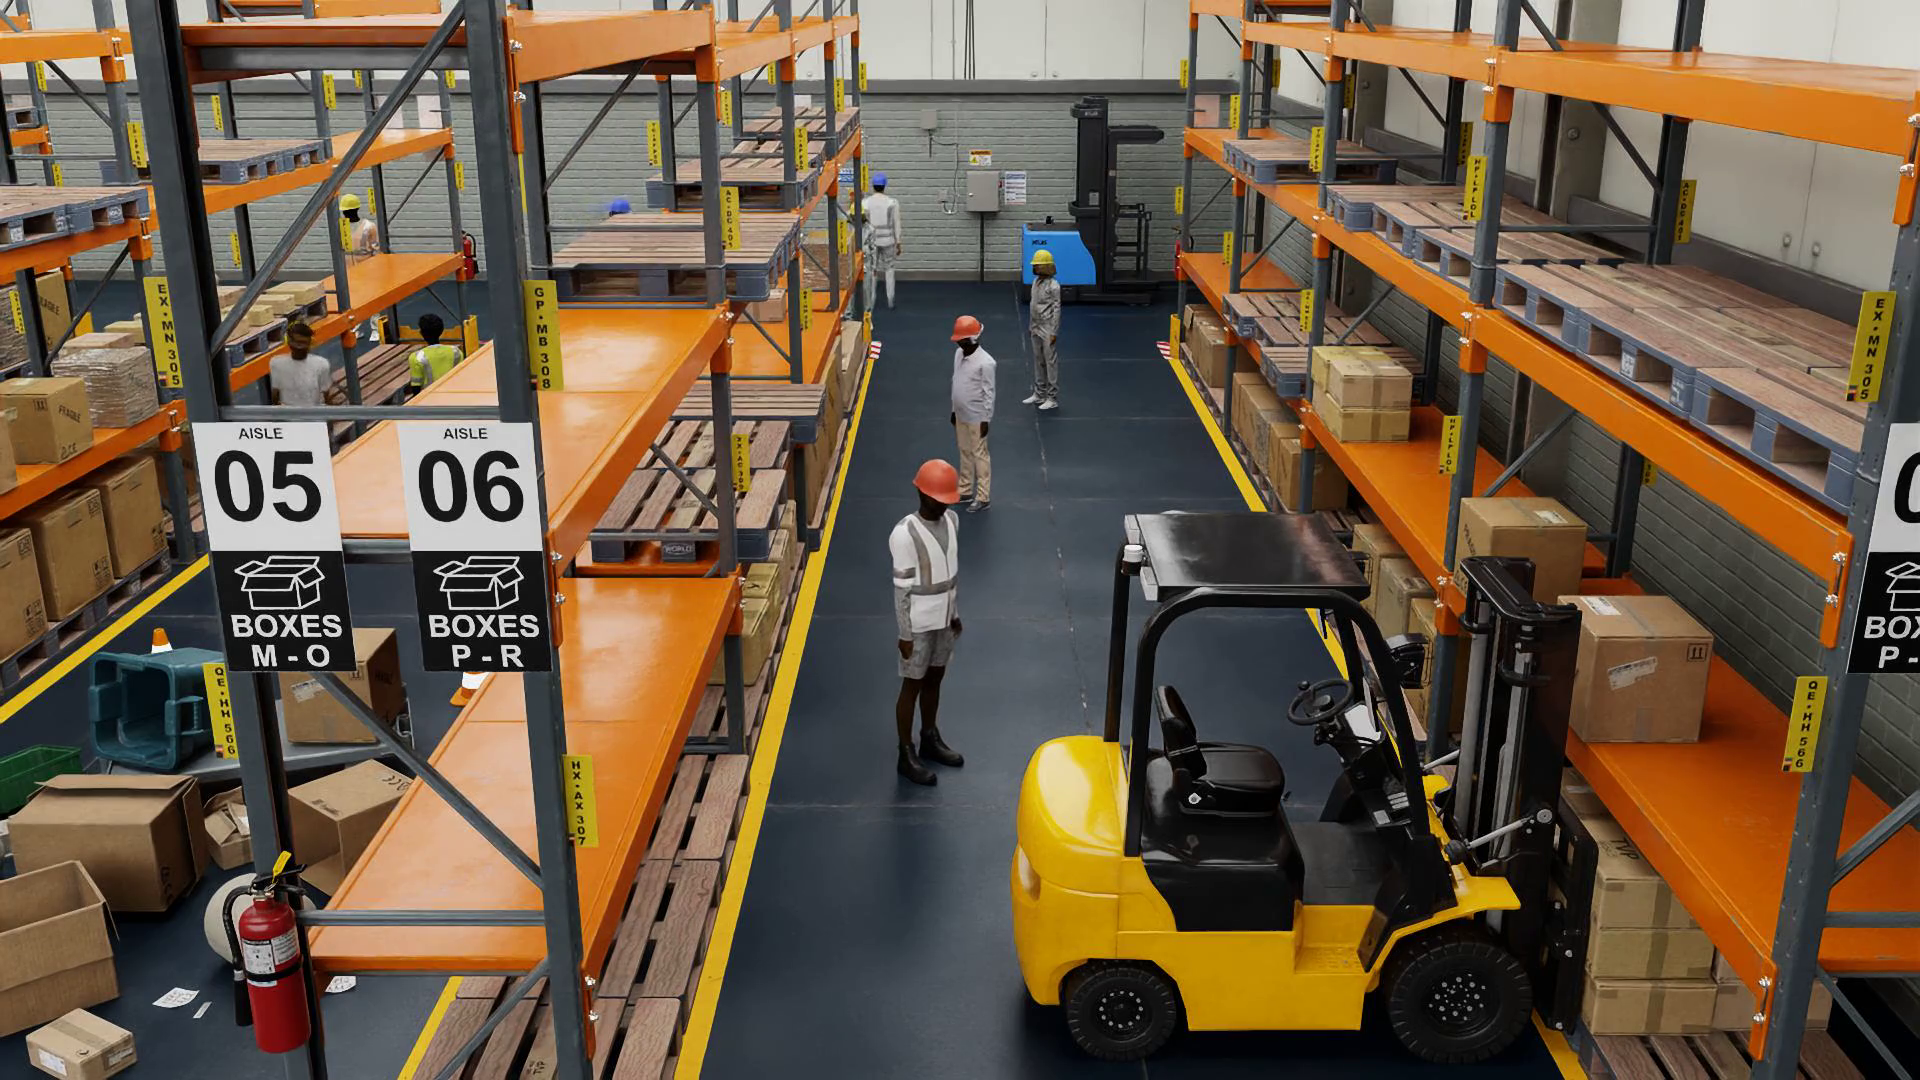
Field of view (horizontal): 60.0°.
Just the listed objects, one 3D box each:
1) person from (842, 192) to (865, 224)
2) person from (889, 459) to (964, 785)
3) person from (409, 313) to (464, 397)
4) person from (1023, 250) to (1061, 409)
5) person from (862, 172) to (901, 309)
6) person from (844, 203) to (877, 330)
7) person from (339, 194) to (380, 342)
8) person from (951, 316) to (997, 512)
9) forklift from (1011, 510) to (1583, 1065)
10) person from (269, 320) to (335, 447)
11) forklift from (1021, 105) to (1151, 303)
[{"bbox_3d":[-1.463,-4.324,24.541,0.537,1.628,0.340,4,19,11],"label":"person"},{"bbox_3d":[-0.157,0.456,9.610,0.391,1.924,0.547,13,22,34],"label":"person"},{"bbox_3d":[-4.675,-1.195,14.980,0.322,1.690,0.531,16,24,39],"label":"person"},{"bbox_3d":[0.904,-2.313,18.267,0.305,1.743,0.494,-11,21,-30],"label":"person"},{"bbox_3d":[-1.148,-4.305,23.974,0.615,1.943,0.410,1,18,3],"label":"person"},{"bbox_3d":[-1.369,-3.694,22.459,0.489,1.736,0.323,-2,18,-6],"label":"person"},{"bbox_3d":[-7.848,-3.549,21.726,0.587,1.922,0.383,3,19,10],"label":"person"},{"bbox_3d":[0.078,-1.118,14.652,0.340,1.742,0.560,-12,22,-32],"label":"person"},{"bbox_3d":[1.387,1.055,7.378,2.313,2.155,1.214,0,18,0],"label":"forklift"},{"bbox_3d":[-5.530,-0.964,14.031,0.561,1.844,0.584,-1,18,-3],"label":"person"},{"bbox_3d":[1.857,-4.944,24.441,1.873,2.768,1.129,0,18,0],"label":"forklift"}]
